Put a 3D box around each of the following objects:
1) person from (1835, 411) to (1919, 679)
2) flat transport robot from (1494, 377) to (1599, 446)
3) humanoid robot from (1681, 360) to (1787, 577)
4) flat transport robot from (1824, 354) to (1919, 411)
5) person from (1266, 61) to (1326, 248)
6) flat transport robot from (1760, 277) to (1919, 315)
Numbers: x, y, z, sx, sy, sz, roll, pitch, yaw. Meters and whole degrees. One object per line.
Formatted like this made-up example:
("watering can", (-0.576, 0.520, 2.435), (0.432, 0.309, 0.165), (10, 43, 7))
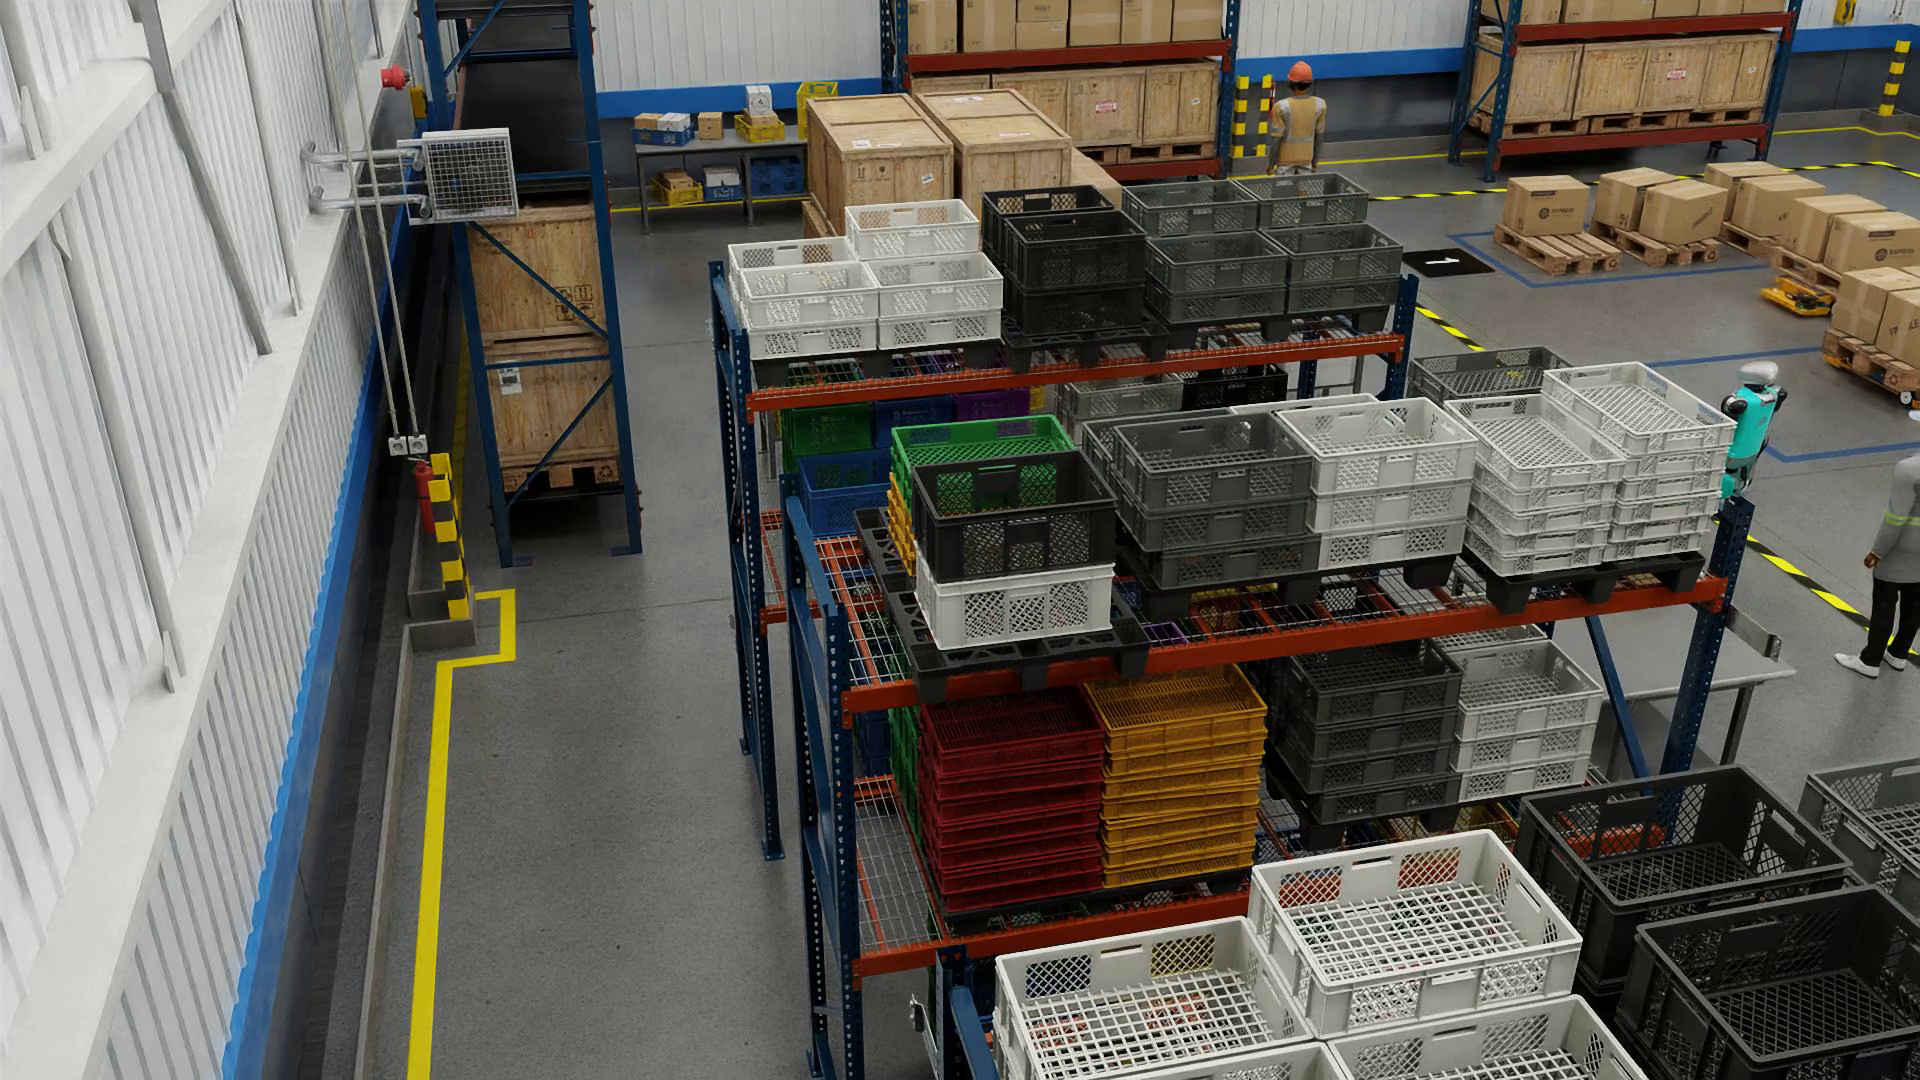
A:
("person", (5.892, -0.005, 10.357), (0.599, 1.850, 0.389), (-10, 29, -18))
("flat transport robot", (4.780, -1.036, 14.013), (0.659, 0.231, 1.431), (-6, 28, -12))
("humanoid robot", (5.020, -0.483, 11.240), (0.533, 1.681, 0.735), (-15, 31, -26))
("flat transport robot", (8.473, -1.467, 14.800), (0.652, 0.197, 1.431), (-6, 28, -12))
("person", (3.604, -4.128, 17.974), (0.606, 2.048, 0.366), (-7, 29, -12))
("flat transport robot", (8.927, -2.516, 16.790), (1.431, 0.197, 0.652), (-6, 28, -12))
